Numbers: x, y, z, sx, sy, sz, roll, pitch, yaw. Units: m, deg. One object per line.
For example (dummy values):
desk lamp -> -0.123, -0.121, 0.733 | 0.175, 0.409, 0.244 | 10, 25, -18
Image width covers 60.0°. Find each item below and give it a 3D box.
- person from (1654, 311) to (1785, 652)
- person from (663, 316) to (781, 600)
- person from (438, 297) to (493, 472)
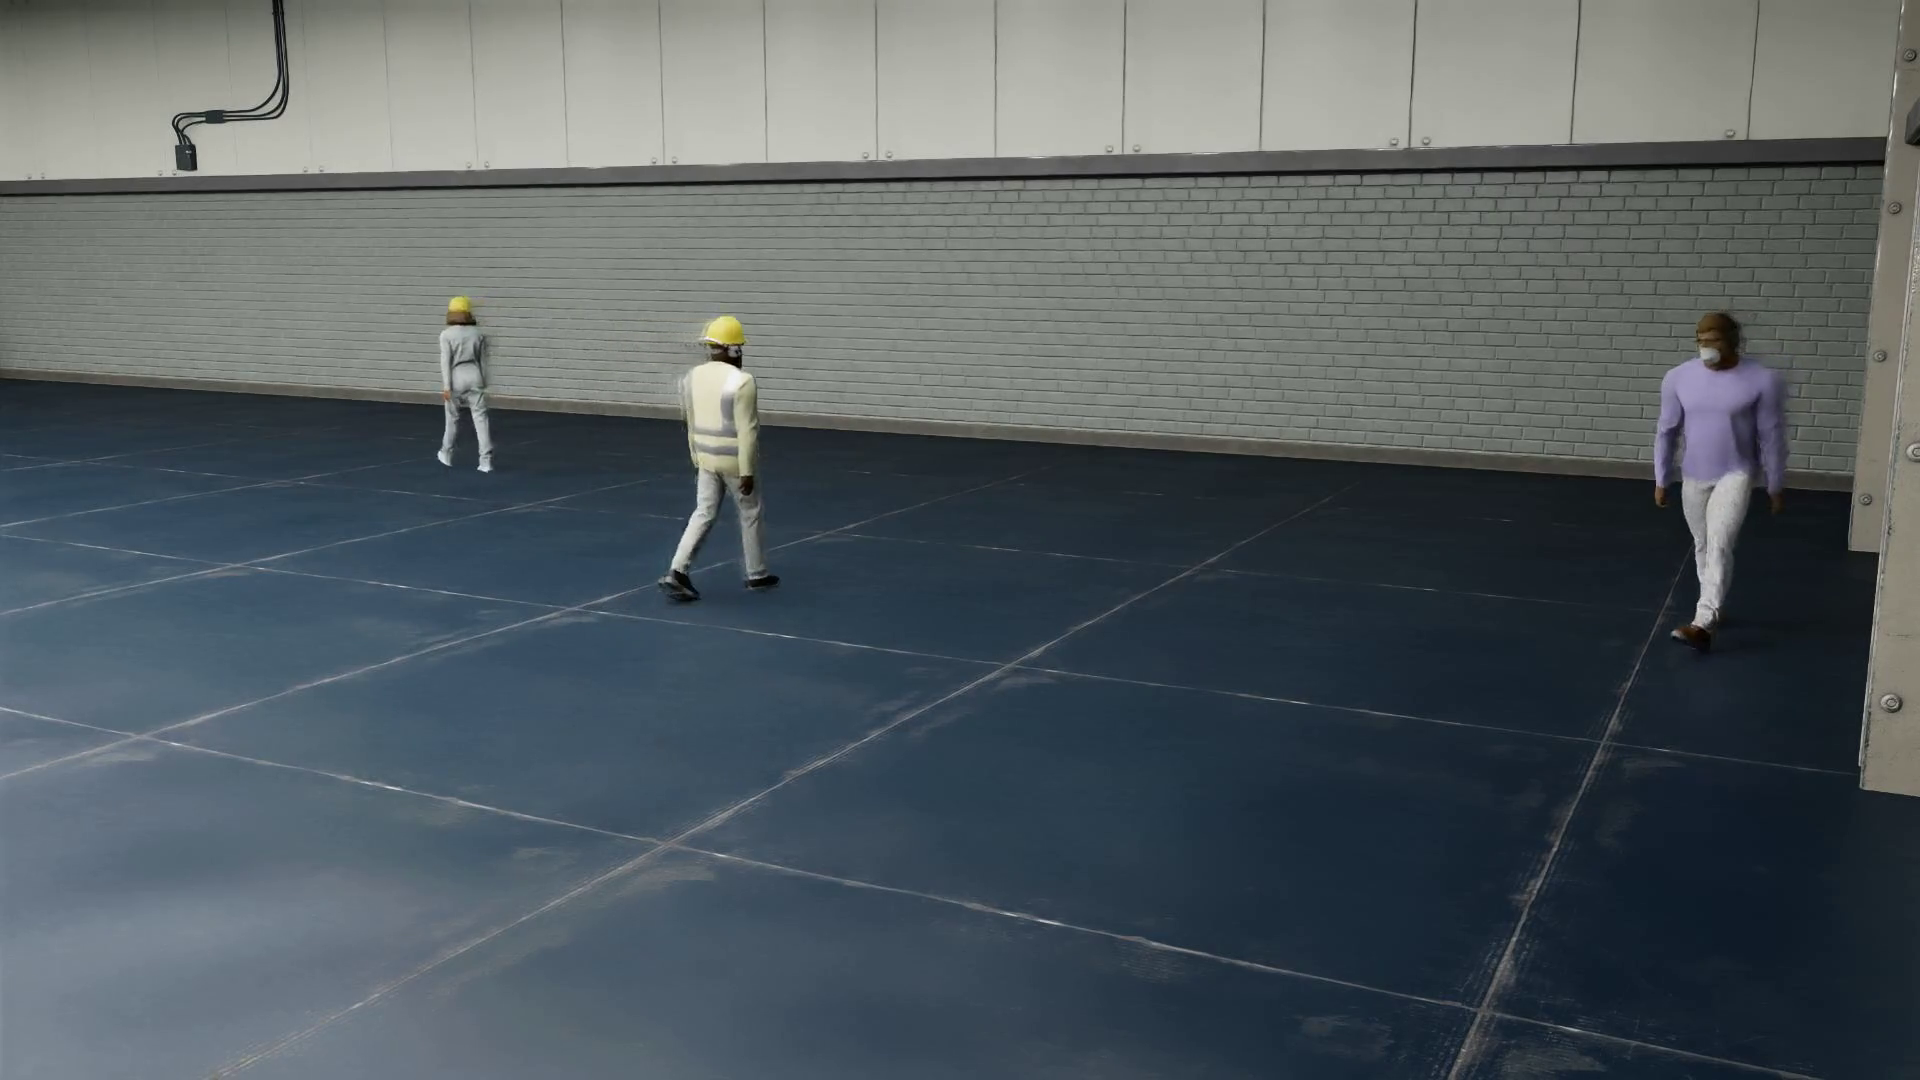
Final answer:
person -> 4.273, -0.342, 9.366 | 0.668, 1.880, 1.047 | 9, 14, 41
person -> -1.529, -0.515, 10.521 | 0.600, 1.803, 0.874 | 8, 13, 36
person -> -4.875, -1.531, 16.338 | 0.505, 1.692, 0.916 | -8, 13, -37
